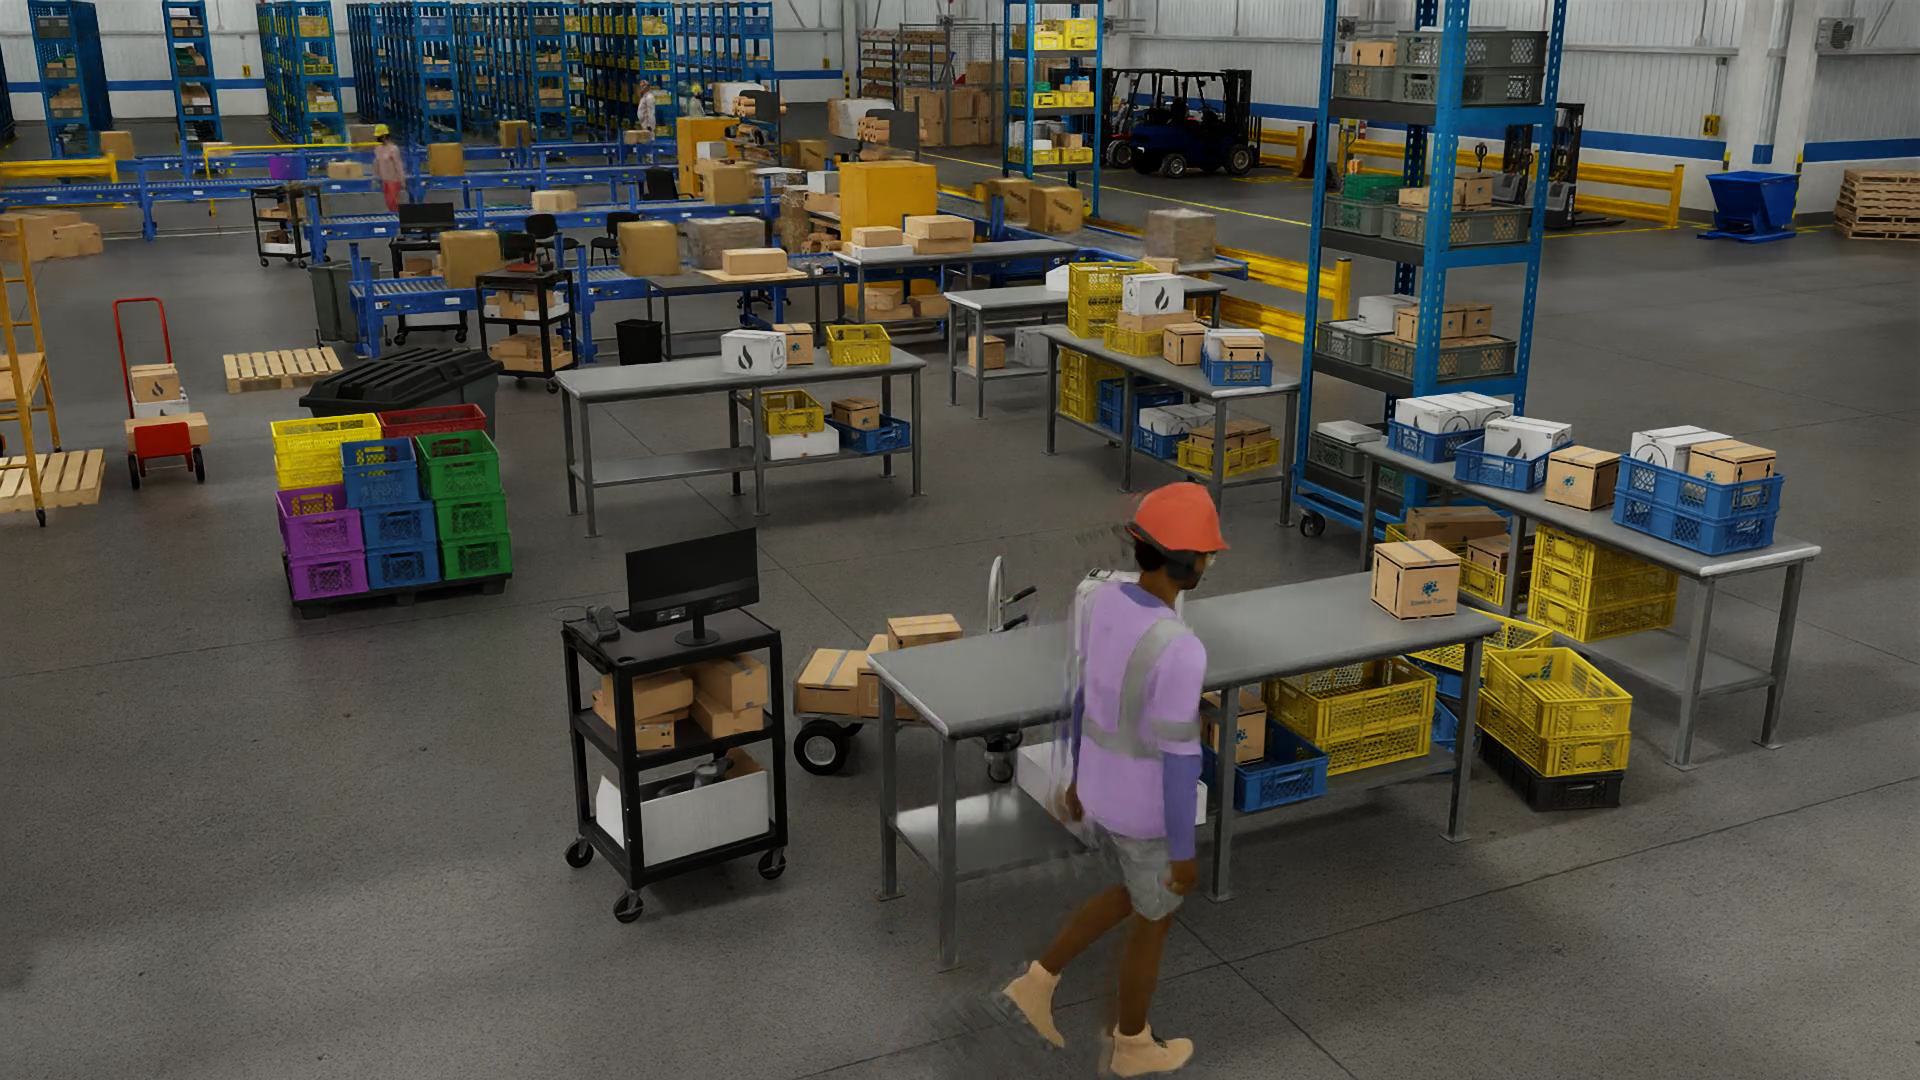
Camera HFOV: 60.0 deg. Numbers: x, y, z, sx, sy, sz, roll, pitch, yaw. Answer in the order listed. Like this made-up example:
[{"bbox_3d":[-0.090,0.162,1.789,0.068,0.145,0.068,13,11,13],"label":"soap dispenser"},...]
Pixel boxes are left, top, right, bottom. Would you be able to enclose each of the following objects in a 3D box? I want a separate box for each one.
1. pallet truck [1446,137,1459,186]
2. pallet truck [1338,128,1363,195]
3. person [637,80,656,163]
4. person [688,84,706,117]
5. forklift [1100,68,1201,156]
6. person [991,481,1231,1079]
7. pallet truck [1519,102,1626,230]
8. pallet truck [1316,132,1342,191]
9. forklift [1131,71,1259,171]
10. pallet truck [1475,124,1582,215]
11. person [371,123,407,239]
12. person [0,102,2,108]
[{"bbox_3d":[9.184,-6.485,29.328,1.630,1.274,0.653,-8,19,-23],"label":"pallet truck"},{"bbox_3d":[7.845,-7.140,31.411,1.522,1.261,0.704,-9,20,-25],"label":"pallet truck"},{"bbox_3d":[-7.029,-9.341,37.344,0.409,1.909,0.639,-6,19,-18],"label":"person"},{"bbox_3d":[-6.074,-9.576,38.293,0.947,1.790,0.601,-2,18,-6],"label":"person"},{"bbox_3d":[4.082,-9.564,37.410,2.680,1.987,1.157,-8,19,-23],"label":"forklift"},{"bbox_3d":[0.508,0.806,5.193,0.646,2.020,0.623,-6,19,-19],"label":"person"},{"bbox_3d":[9.972,-6.037,26.785,1.885,1.965,0.823,-9,20,-25],"label":"pallet truck"},{"bbox_3d":[7.723,-7.504,32.656,1.601,1.201,0.680,-8,19,-23],"label":"pallet truck"},{"bbox_3d":[4.998,-8.936,35.413,2.680,1.987,1.157,-9,20,-25],"label":"forklift"},{"bbox_3d":[9.707,-6.455,28.103,1.885,1.965,0.823,-7,19,-20],"label":"pallet truck"},{"bbox_3d":[-8.722,-5.477,25.424,0.541,1.749,0.411,13,22,36],"label":"person"},{"bbox_3d":[-28.001,-12.816,48.382,0.389,1.847,0.563,0,18,1],"label":"person"}]
